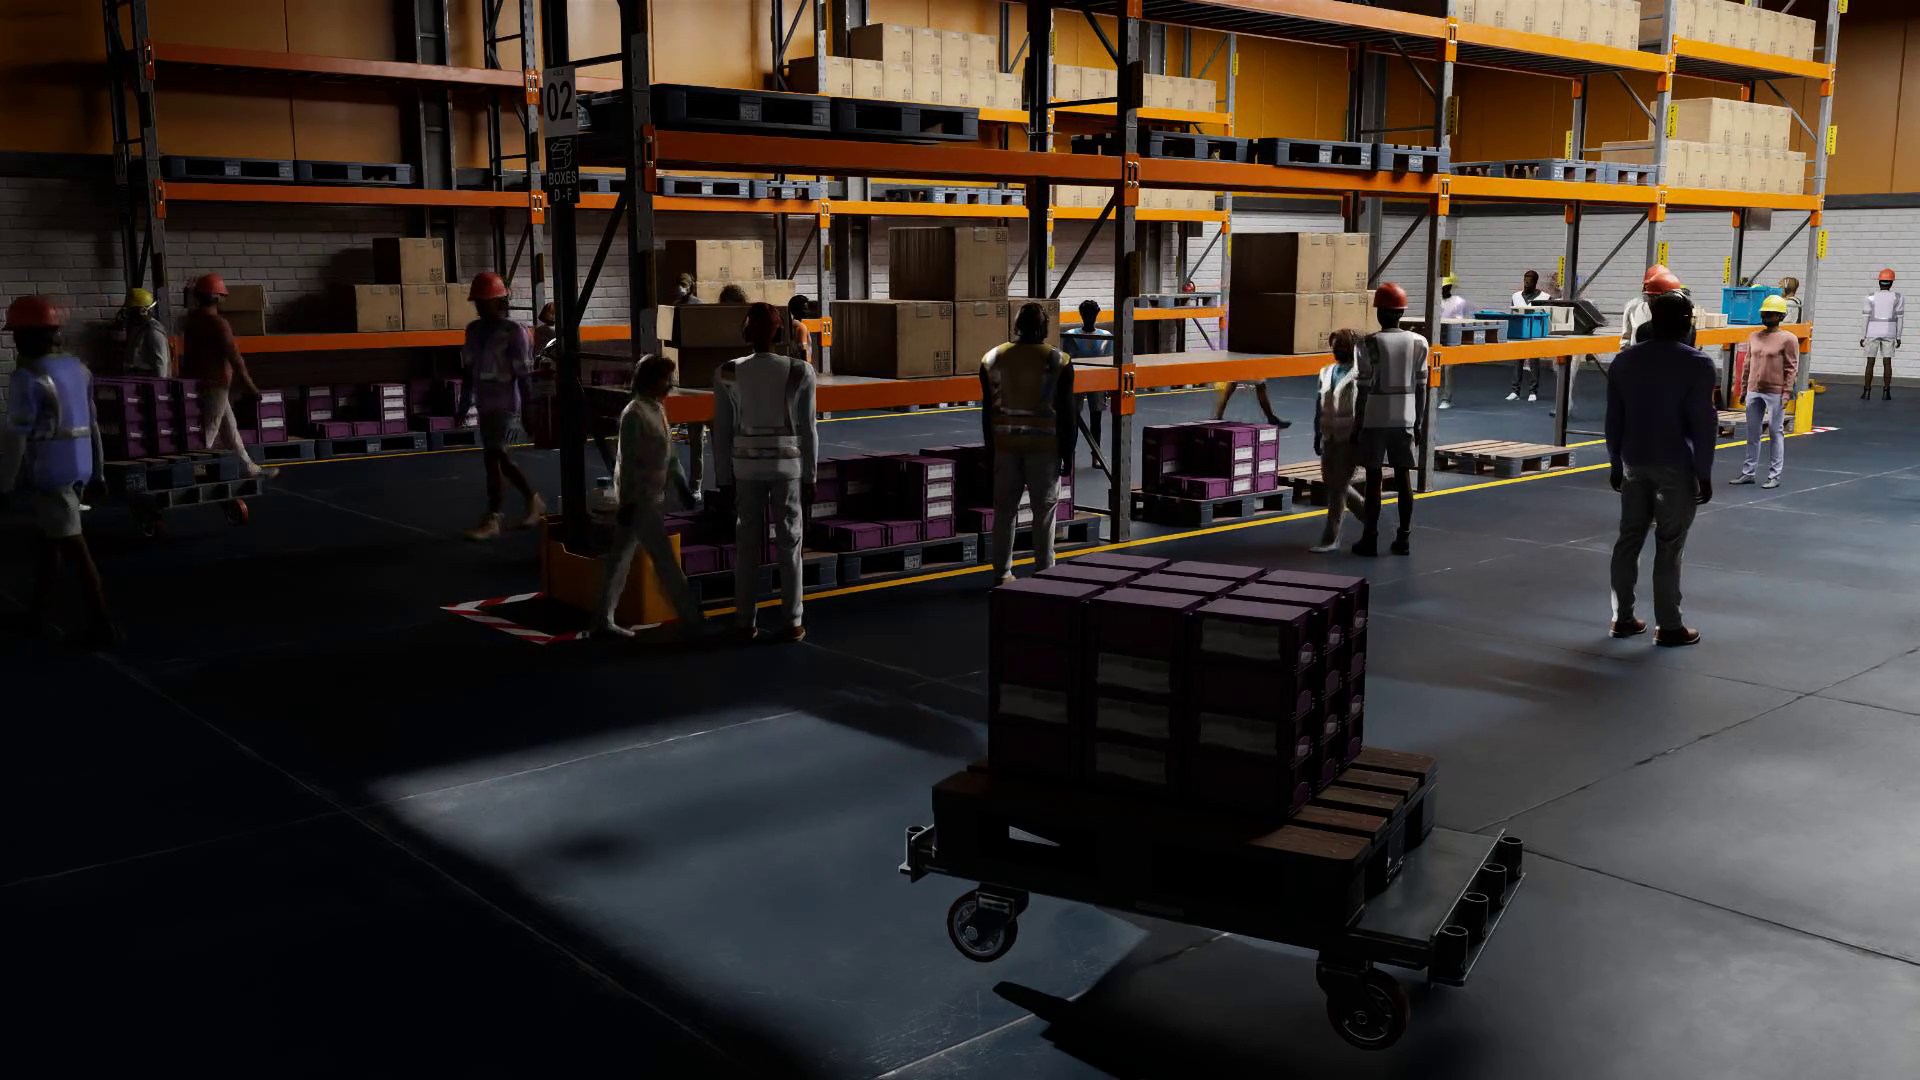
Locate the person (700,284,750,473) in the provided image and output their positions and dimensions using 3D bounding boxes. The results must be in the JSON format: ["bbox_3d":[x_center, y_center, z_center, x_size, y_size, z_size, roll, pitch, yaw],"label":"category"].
[{"bbox_3d":[-1.773,-1.101,13.389,0.652,1.904,0.849,2,10,11],"label":"person"}]

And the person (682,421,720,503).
[{"bbox_3d":[-2.191,-1.125,14.318,0.500,1.633,0.281,2,10,10],"label":"person"}]

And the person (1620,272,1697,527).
[{"bbox_3d":[5.493,-1.096,13.087,0.612,1.996,0.388,-5,11,-27],"label":"person"}]

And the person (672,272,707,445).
[{"bbox_3d":[-3.082,-2.046,18.812,0.636,1.940,0.365,9,13,43],"label":"person"}]

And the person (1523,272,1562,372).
[{"bbox_3d":[10.738,-3.972,30.389,0.835,1.850,0.661,8,12,38],"label":"person"}]

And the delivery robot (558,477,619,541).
[{"bbox_3d":[-2.511,-0.200,11.783,0.707,0.478,0.477,7,12,34],"label":"delivery robot"}]

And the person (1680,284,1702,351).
[{"bbox_3d":[10.399,-2.814,23.950,0.557,1.720,0.449,9,13,41],"label":"person"}]

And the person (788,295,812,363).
[{"bbox_3d":[-1.817,-1.888,18.593,0.322,1.698,0.533,-4,11,-24],"label":"person"}]

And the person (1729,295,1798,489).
[{"bbox_3d":[7.411,-1.359,15.293,0.303,1.772,0.522,-5,11,-29],"label":"person"}]

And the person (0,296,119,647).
[{"bbox_3d":[-5.021,-0.353,9.002,0.902,1.900,0.575,1,10,6],"label":"person"}]

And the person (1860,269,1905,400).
[{"bbox_3d":[13.647,-3.040,24.639,0.551,1.936,0.356,4,11,25],"label":"person"}]

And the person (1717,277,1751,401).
[{"bbox_3d":[10.416,-2.586,22.261,0.469,1.845,0.506,8,12,38],"label":"person"}]

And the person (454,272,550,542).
[{"bbox_3d":[-3.475,-1.026,12.658,0.612,2.010,0.877,7,12,37],"label":"person"}]

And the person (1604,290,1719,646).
[{"bbox_3d":[3.839,-0.390,9.118,0.363,1.939,0.636,-7,12,-35],"label":"person"}]

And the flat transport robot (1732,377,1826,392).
[{"bbox_3d":[12.603,-2.396,25.740,1.431,0.197,0.652,-4,10,-21],"label":"flat transport robot"}]

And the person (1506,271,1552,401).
[{"bbox_3d":[8.358,-2.995,24.447,0.587,1.914,0.390,7,12,36],"label":"person"}]

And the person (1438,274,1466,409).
[{"bbox_3d":[6.668,-2.742,23.004,0.589,1.905,0.650,8,13,41],"label":"person"}]

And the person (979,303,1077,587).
[{"bbox_3d":[0.440,-0.573,10.503,0.621,1.837,0.429,3,10,18],"label":"person"}]

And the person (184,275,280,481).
[{"bbox_3d":[-6.559,-1.381,14.882,0.627,1.943,0.965,9,13,43],"label":"person"}]

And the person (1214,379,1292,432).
[{"bbox_3d":[3.471,-2.189,19.838,1.040,1.865,0.552,-3,10,-19],"label":"person"}]

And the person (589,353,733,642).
[{"bbox_3d":[-1.673,-0.221,9.117,0.859,1.585,0.533,0,10,1],"label":"person"}]

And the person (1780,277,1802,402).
[{"bbox_3d":[11.266,-2.662,22.700,0.346,1.846,0.506,8,13,40],"label":"person"}]

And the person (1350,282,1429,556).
[{"bbox_3d":[3.023,-0.847,11.787,0.542,1.943,0.348,-1,10,-7],"label":"person"}]

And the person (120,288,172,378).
[{"bbox_3d":[-7.588,-1.433,15.546,0.404,1.827,0.600,-7,12,-37],"label":"person"}]

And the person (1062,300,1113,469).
[{"bbox_3d":[1.268,-1.547,16.617,0.532,1.693,0.319,-1,10,-7],"label":"person"}]

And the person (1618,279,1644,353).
[{"bbox_3d":[8.626,-2.384,20.930,0.654,1.893,0.423,9,13,43],"label":"person"}]

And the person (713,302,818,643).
[{"bbox_3d":[-1.061,-0.363,9.153,0.571,1.879,0.352,0,10,1],"label":"person"}]

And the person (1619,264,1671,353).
[{"bbox_3d":[6.447,-1.538,15.527,0.607,2.048,0.370,7,12,37],"label":"person"}]

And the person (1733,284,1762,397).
[{"bbox_3d":[10.315,-2.442,21.645,0.533,1.765,0.326,4,11,23],"label":"person"}]

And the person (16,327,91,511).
[{"bbox_3d":[-7.538,-1.036,13.793,0.507,1.631,0.266,1,10,6],"label":"person"}]

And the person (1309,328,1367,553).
[{"bbox_3d":[2.806,-0.728,12.034,0.688,1.614,0.526,-6,11,-31],"label":"person"}]

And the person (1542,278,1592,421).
[{"bbox_3d":[7.764,-2.460,21.370,0.592,1.889,0.970,9,13,43],"label":"person"}]

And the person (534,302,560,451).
[{"bbox_3d":[-4.477,-1.787,18.231,0.496,1.626,0.284,8,12,39],"label":"person"}]
